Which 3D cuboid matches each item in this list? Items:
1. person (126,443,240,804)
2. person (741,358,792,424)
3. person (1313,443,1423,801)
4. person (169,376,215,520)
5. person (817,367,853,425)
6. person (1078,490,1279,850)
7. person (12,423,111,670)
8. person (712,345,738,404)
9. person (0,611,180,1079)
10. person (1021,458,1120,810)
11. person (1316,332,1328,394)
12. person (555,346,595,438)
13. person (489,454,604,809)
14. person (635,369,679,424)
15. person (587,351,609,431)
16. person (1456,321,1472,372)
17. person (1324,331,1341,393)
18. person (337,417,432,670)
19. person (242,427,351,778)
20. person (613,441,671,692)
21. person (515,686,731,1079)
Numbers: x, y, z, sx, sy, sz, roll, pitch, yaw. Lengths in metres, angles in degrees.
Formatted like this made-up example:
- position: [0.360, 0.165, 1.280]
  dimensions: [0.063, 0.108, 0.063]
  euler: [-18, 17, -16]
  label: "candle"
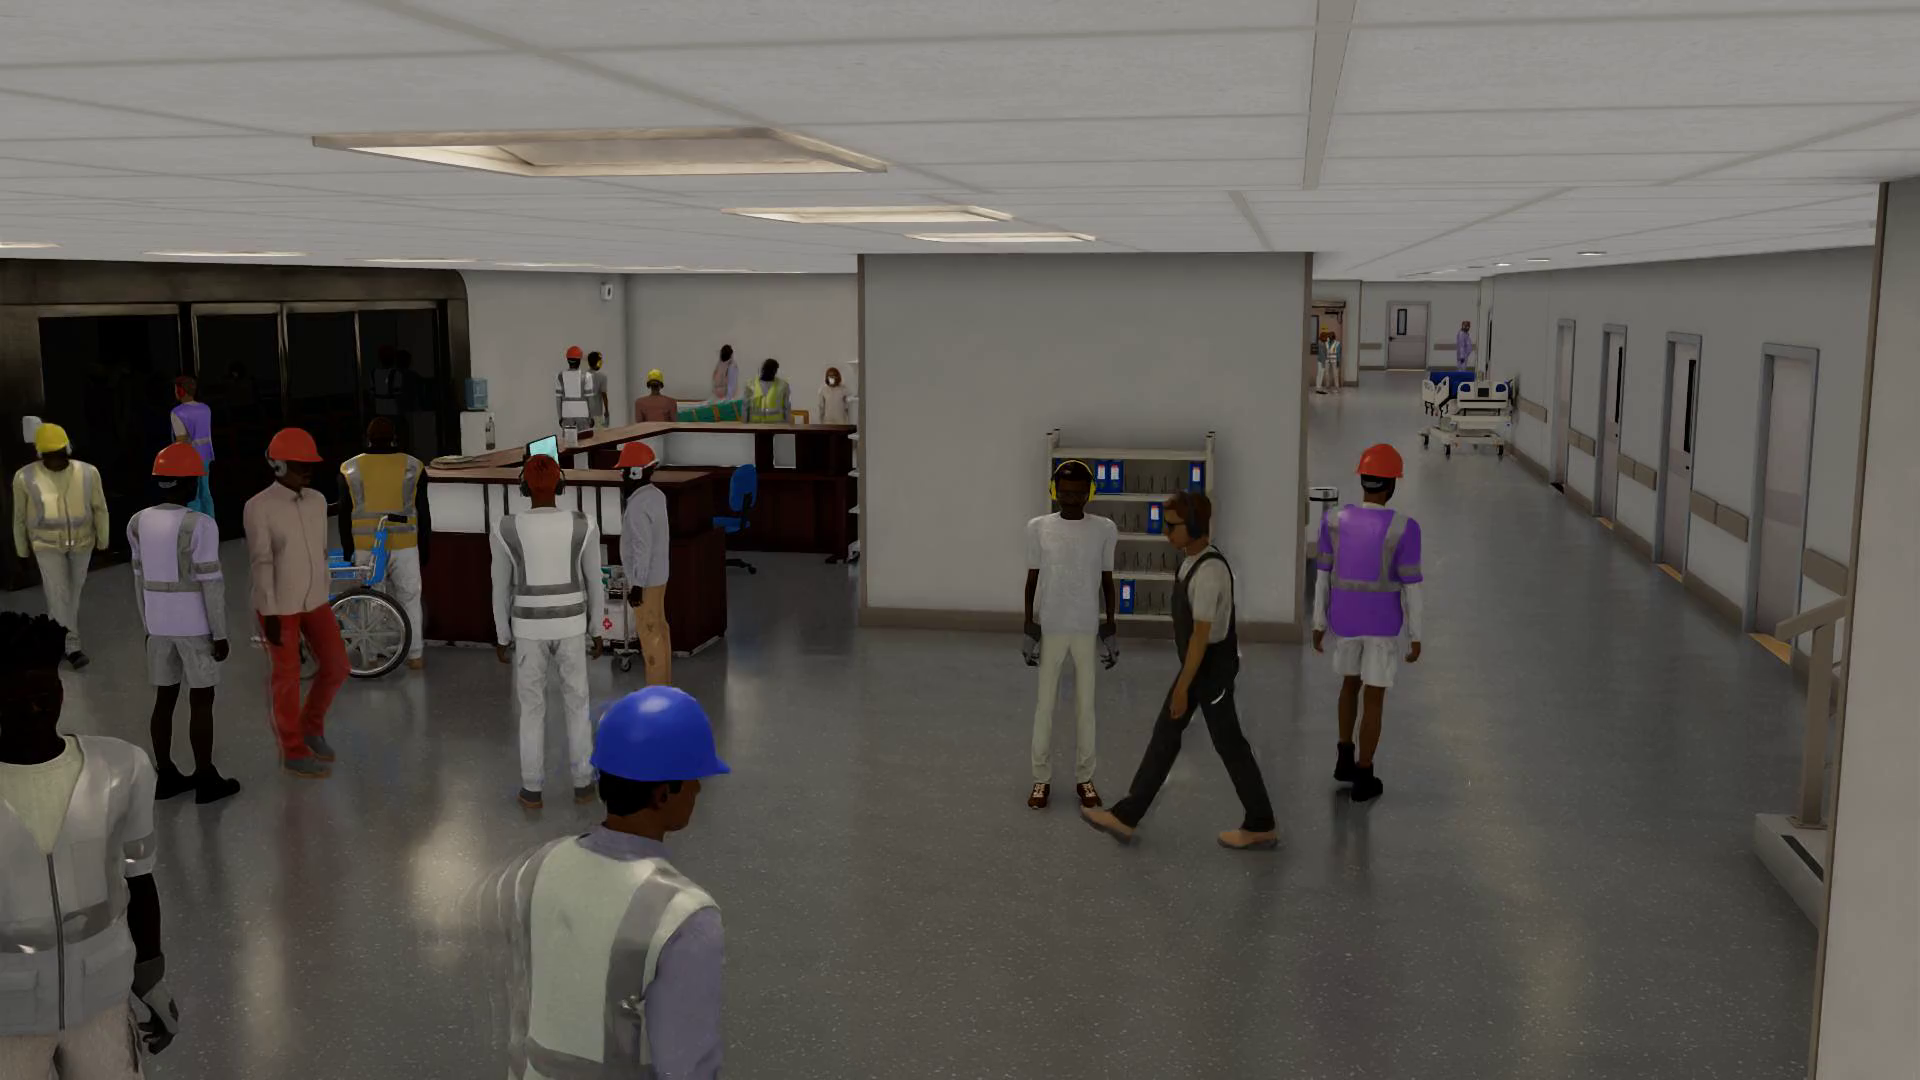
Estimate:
- position: [-4.146, 0.446, 8.905]
  dimensions: [0.545, 1.931, 0.380]
  euler: [3, 9, 17]
  label: "person"
- position: [-2.563, -1.486, 22.093]
  dimensions: [0.682, 1.823, 0.431]
  euler: [0, 9, -1]
  label: "person"
- position: [2.211, 0.440, 8.957]
  dimensions: [0.581, 1.917, 0.474]
  euler: [6, 10, 34]
  label: "person"
- position: [-8.007, -0.790, 17.367]
  dimensions: [0.390, 1.846, 0.564]
  euler: [1, 9, 8]
  label: "person"
- position: [-1.815, -1.711, 24.236]
  dimensions: [0.523, 1.613, 0.401]
  euler: [1, 9, 8]
  label: "person"
- position: [1.103, 0.645, 8.037]
  dimensions: [1.006, 1.780, 0.529]
  euler: [0, 9, -3]
  label: "person"
- position: [-6.491, 0.041, 12.075]
  dimensions: [0.600, 1.776, 0.868]
  euler: [-8, 11, -42]
  label: "person"
- position: [-3.989, -2.416, 28.308]
  dimensions: [0.445, 1.813, 0.681]
  euler: [-4, 9, -25]
  label: "person"
- position: [-2.287, 1.140, 4.161]
  dimensions: [0.602, 1.967, 0.366]
  euler: [-8, 12, -43]
  label: "person"
- position: [0.584, 0.496, 8.774]
  dimensions: [0.517, 1.865, 0.328]
  euler: [0, 9, -1]
  label: "person"
- position: [9.502, -4.638, 43.606]
  dimensions: [0.279, 1.632, 0.502]
  euler: [1, 9, 5]
  label: "person"
- position: [-5.471, -1.789, 23.700]
  dimensions: [0.542, 1.938, 0.358]
  euler: [0, 9, 1]
  label: "person"
- position: [-2.171, 0.482, 8.800]
  dimensions: [0.575, 1.885, 0.355]
  euler: [-3, 9, -17]
  label: "person"
- position: [-3.702, -1.200, 20.357]
  dimensions: [0.525, 1.769, 0.311]
  euler: [-1, 9, -5]
  label: "person"
- position: [-5.338, -1.824, 24.235]
  dimensions: [0.569, 1.849, 0.383]
  euler: [2, 9, 16]
  label: "person"
- position: [13.467, -4.894, 44.423]
  dimensions: [0.404, 1.903, 0.636]
  euler: [4, 9, 22]
  label: "person"
- position: [9.857, -4.714, 44.125]
  dimensions: [0.524, 1.631, 0.316]
  euler: [7, 11, 41]
  label: "person"
- position: [-4.114, 0.038, 11.933]
  dimensions: [0.629, 1.835, 0.429]
  euler: [-3, 9, -19]
  label: "person"
- position: [-3.709, 0.358, 9.307]
  dimensions: [0.428, 1.978, 0.633]
  euler: [4, 9, 25]
  label: "person"
- position: [-2.088, 0.227, 10.919]
  dimensions: [0.341, 1.750, 0.566]
  euler: [0, 9, 2]
  label: "person"
- position: [-0.676, 1.257, 3.489]
  dimensions: [0.631, 1.927, 0.459]
  euler: [7, 11, 39]
  label: "person"
